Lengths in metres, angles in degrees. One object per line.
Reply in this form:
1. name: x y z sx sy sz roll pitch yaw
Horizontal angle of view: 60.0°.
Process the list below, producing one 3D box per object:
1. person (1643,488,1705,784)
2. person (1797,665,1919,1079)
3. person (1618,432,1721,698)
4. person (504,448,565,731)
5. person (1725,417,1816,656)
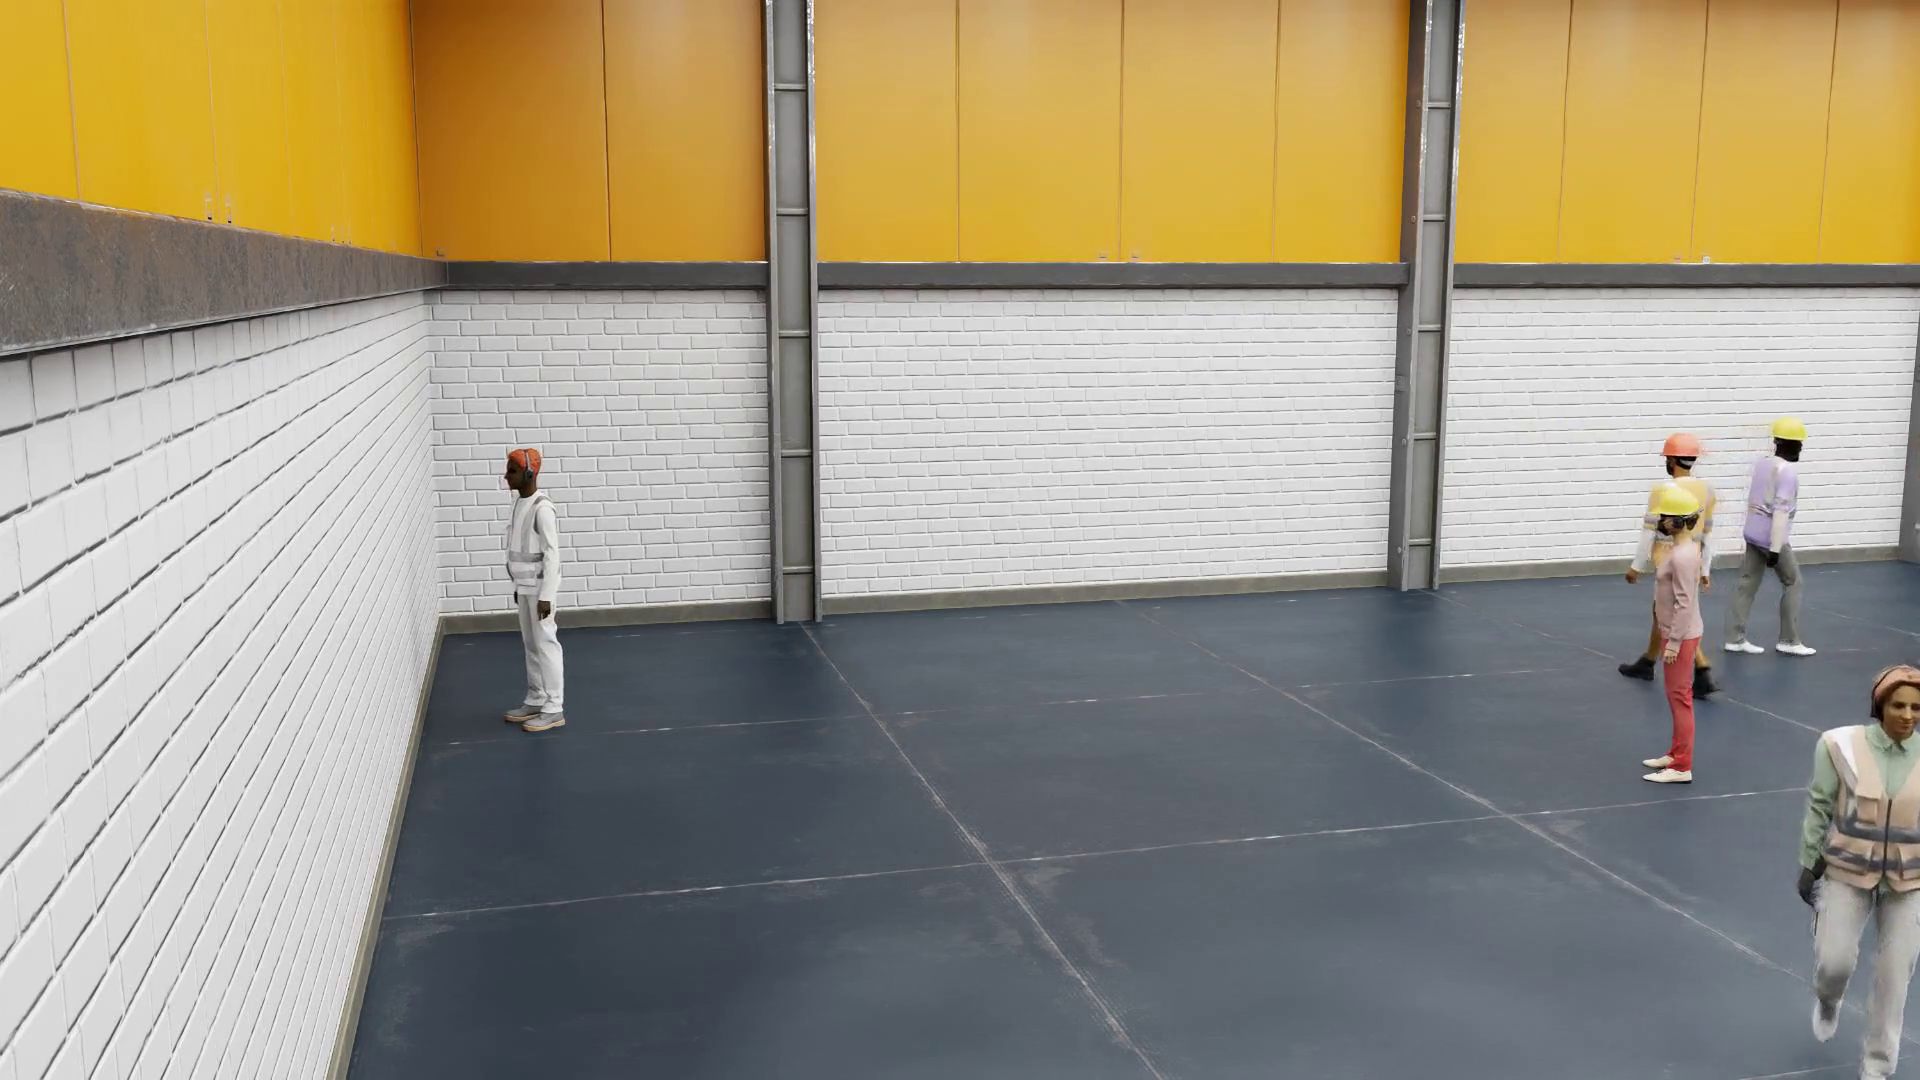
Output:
1. person: 4.253 0.569 9.922 0.330 1.767 0.528 4 10 25
2. person: 3.391 1.241 6.148 0.536 1.622 0.481 4 10 22
3. person: 5.207 0.169 12.045 0.544 1.898 0.958 -5 10 -27
4. person: -2.843 0.326 11.081 0.357 1.881 0.574 -6 11 -33
5. person: 6.498 -0.019 13.182 0.785 1.898 0.597 -1 9 -3
